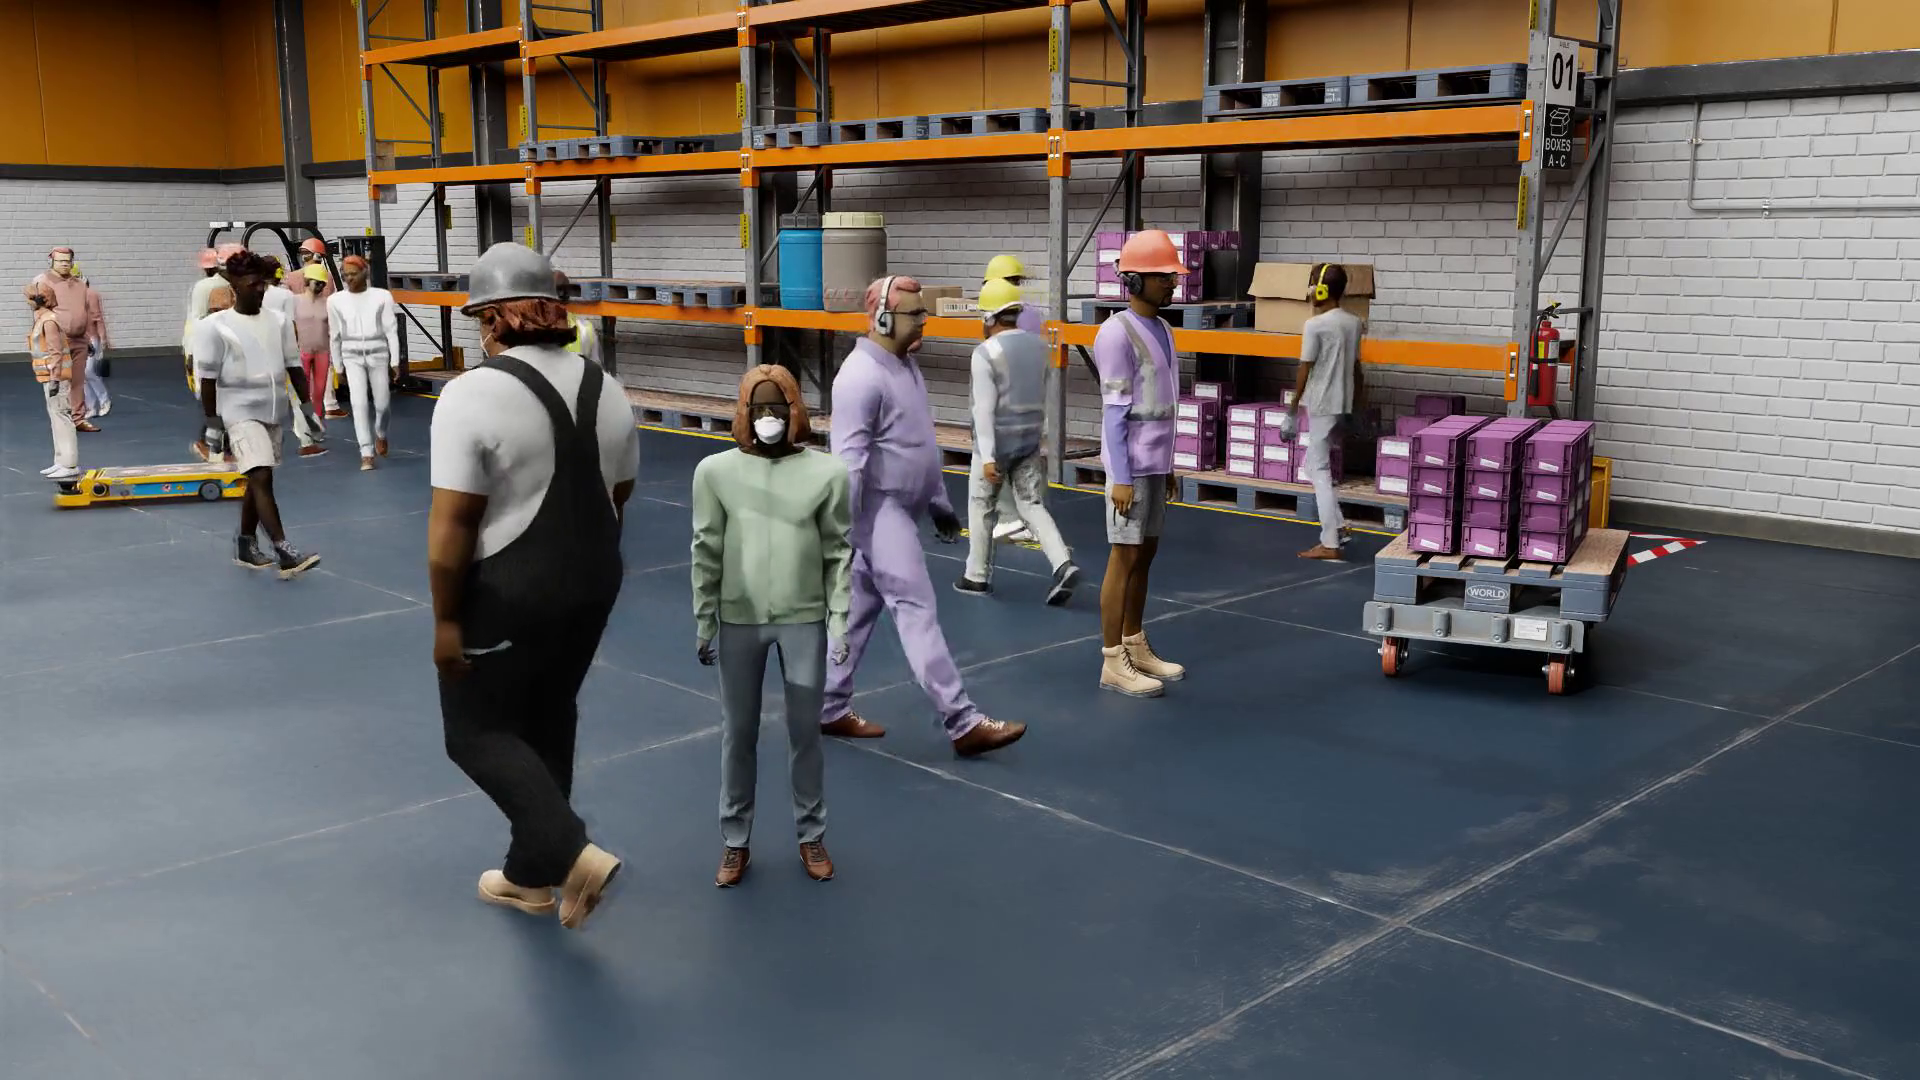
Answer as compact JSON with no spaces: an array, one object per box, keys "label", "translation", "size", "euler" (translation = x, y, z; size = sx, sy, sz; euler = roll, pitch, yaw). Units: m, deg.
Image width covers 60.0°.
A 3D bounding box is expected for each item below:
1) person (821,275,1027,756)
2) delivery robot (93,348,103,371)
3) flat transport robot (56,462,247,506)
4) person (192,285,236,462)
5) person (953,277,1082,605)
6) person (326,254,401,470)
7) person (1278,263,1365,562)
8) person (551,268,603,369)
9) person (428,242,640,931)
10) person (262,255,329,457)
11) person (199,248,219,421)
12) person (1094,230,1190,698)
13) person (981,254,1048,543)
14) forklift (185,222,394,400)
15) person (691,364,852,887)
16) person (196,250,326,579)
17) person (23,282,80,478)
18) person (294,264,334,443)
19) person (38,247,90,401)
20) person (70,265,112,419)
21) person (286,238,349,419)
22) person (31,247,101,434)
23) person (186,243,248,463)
[{"label":"person","translation":[-0.179,-0.086,6.505],"size":[0.977,1.862,0.650],"euler":[2,11,10]},{"label":"delivery robot","translation":[-12.400,-2.586,23.442],"size":[0.477,0.478,0.707],"euler":[0,10,-1]},{"label":"flat transport robot","translation":[-6.119,-0.446,12.804],"size":[1.431,0.197,0.652],"euler":[-4,11,-23]},{"label":"person","translation":[-6.024,-1.276,13.680],"size":[0.508,1.611,0.347],"euler":[-6,12,-29]},{"label":"person","translation":[0.308,-0.537,9.141],"size":[0.588,1.803,0.826],"euler":[-9,13,-39]},{"label":"person","translation":[-5.203,-1.566,14.577],"size":[0.589,1.863,0.740],"euler":[-3,11,-15]},{"label":"person","translation":[2.240,-0.777,10.313],"size":[0.428,1.853,0.518],"euler":[10,14,43]},{"label":"person","translation":[-2.396,-0.682,9.840],"size":[0.659,1.828,0.479],"euler":[-8,13,-36]},{"label":"person","translation":[-1.193,0.140,4.782],"size":[0.726,2.000,0.712],"euler":[7,13,34]},{"label":"person","translation":[-6.201,-1.662,15.189],"size":[0.715,1.843,0.402],"euler":[1,10,6]},{"label":"person","translation":[-8.009,-2.197,17.968],"size":[0.777,1.888,0.637],"euler":[3,11,15]},{"label":"person","translation":[0.820,-0.339,7.388],"size":[0.371,2.044,0.608],"euler":[5,12,26]},{"label":"person","translation":[0.369,-0.915,10.926],"size":[0.554,1.892,0.603],"euler":[6,12,31]},{"label":"forklift","translation":[-8.169,-2.758,20.163],"size":[2.313,2.155,1.214],"euler":[-10,14,-44]},{"label":"person","translation":[-0.583,0.268,5.196],"size":[0.501,1.633,0.279],"euler":[-2,11,-9]},{"label":"person","translation":[-4.075,-0.733,9.855],"size":[0.981,1.922,0.618],"euler":[5,12,27]},{"label":"person","translation":[-7.599,-1.337,13.932],"size":[0.315,1.638,0.515],"euler":[-7,12,-33]},{"label":"person","translation":[-6.325,-1.819,16.248],"size":[0.556,1.742,0.378],"euler":[-8,13,-37]},{"label":"person","translation":[-10.666,-2.529,19.763],"size":[0.608,1.886,0.610],"euler":[-1,10,-7]},{"label":"person","translation":[-9.669,-2.185,18.280],"size":[0.547,1.731,0.435],"euler":[1,10,8]},{"label":"person","translation":[-7.122,-2.334,18.425],"size":[0.608,1.985,0.395],"euler":[3,11,17]},{"label":"person","translation":[-9.092,-2.023,16.952],"size":[0.399,1.905,0.642],"euler":[4,11,19]},{"label":"person","translation":[-6.437,-1.612,14.572],"size":[0.478,1.950,0.695],"euler":[3,11,16]}]
